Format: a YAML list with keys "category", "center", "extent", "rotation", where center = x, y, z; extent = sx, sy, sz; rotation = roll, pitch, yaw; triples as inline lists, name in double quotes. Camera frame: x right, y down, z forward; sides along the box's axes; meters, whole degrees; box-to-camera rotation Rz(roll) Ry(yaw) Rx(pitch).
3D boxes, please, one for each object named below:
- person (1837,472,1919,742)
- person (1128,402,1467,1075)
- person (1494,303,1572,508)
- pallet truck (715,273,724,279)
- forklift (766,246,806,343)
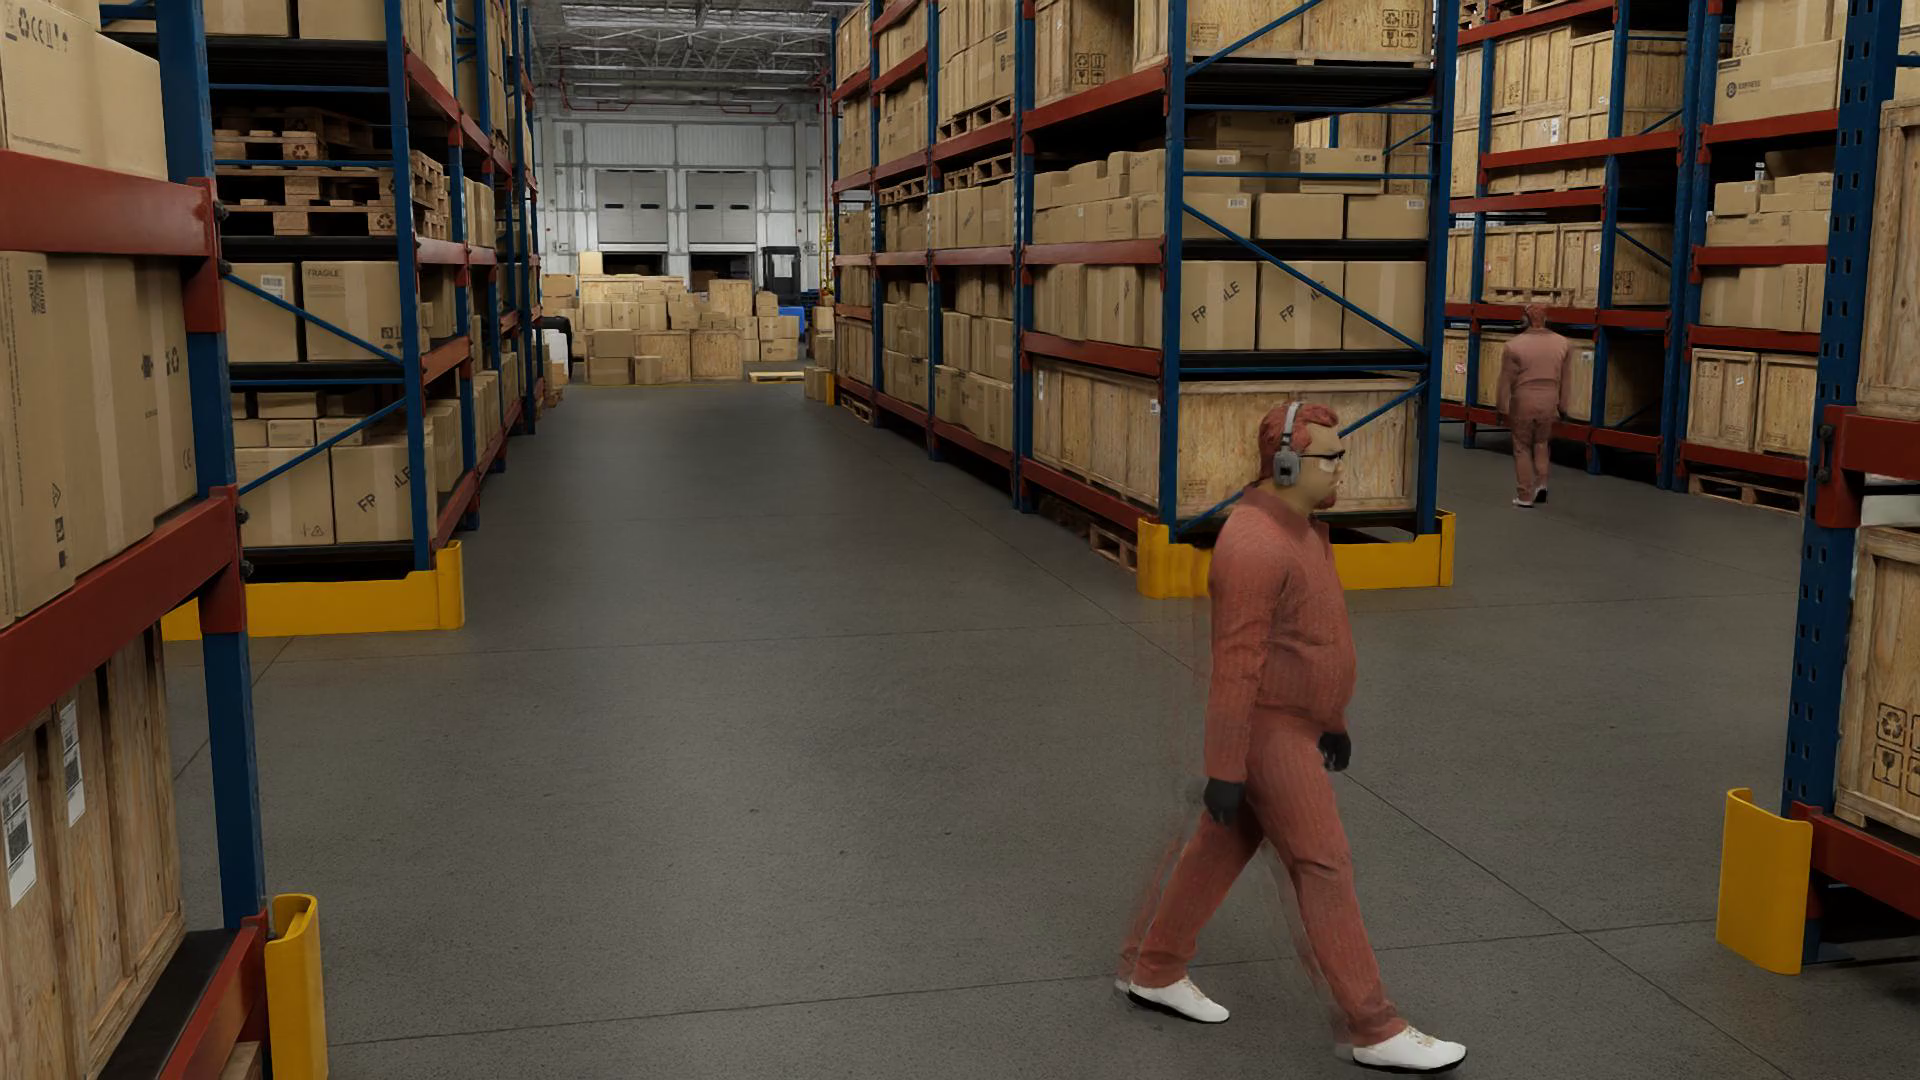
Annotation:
- category: "person"
  center: [4.397, -0.061, 7.896]
  extent: [1.058, 1.983, 0.633]
  rotation: [-8, 12, -41]
- category: "person"
  center: [0.918, 0.536, 4.676]
  extent: [0.991, 1.853, 0.666]
  rotation: [3, 10, 19]
- category: "person"
  center: [5.277, -1.242, 15.390]
  extent: [0.670, 1.889, 0.445]
  rotation: [-1, 9, -4]
- category: "pallet truck"
  center: [-8.580, -8.986, 62.280]
  extent: [1.885, 1.965, 0.823]
  rotation: [1, 9, 5]
- category: "forklift"
  center: [-5.128, -7.135, 48.316]
  extent: [1.129, 2.768, 1.873]
  rotation: [-2, 10, -12]
